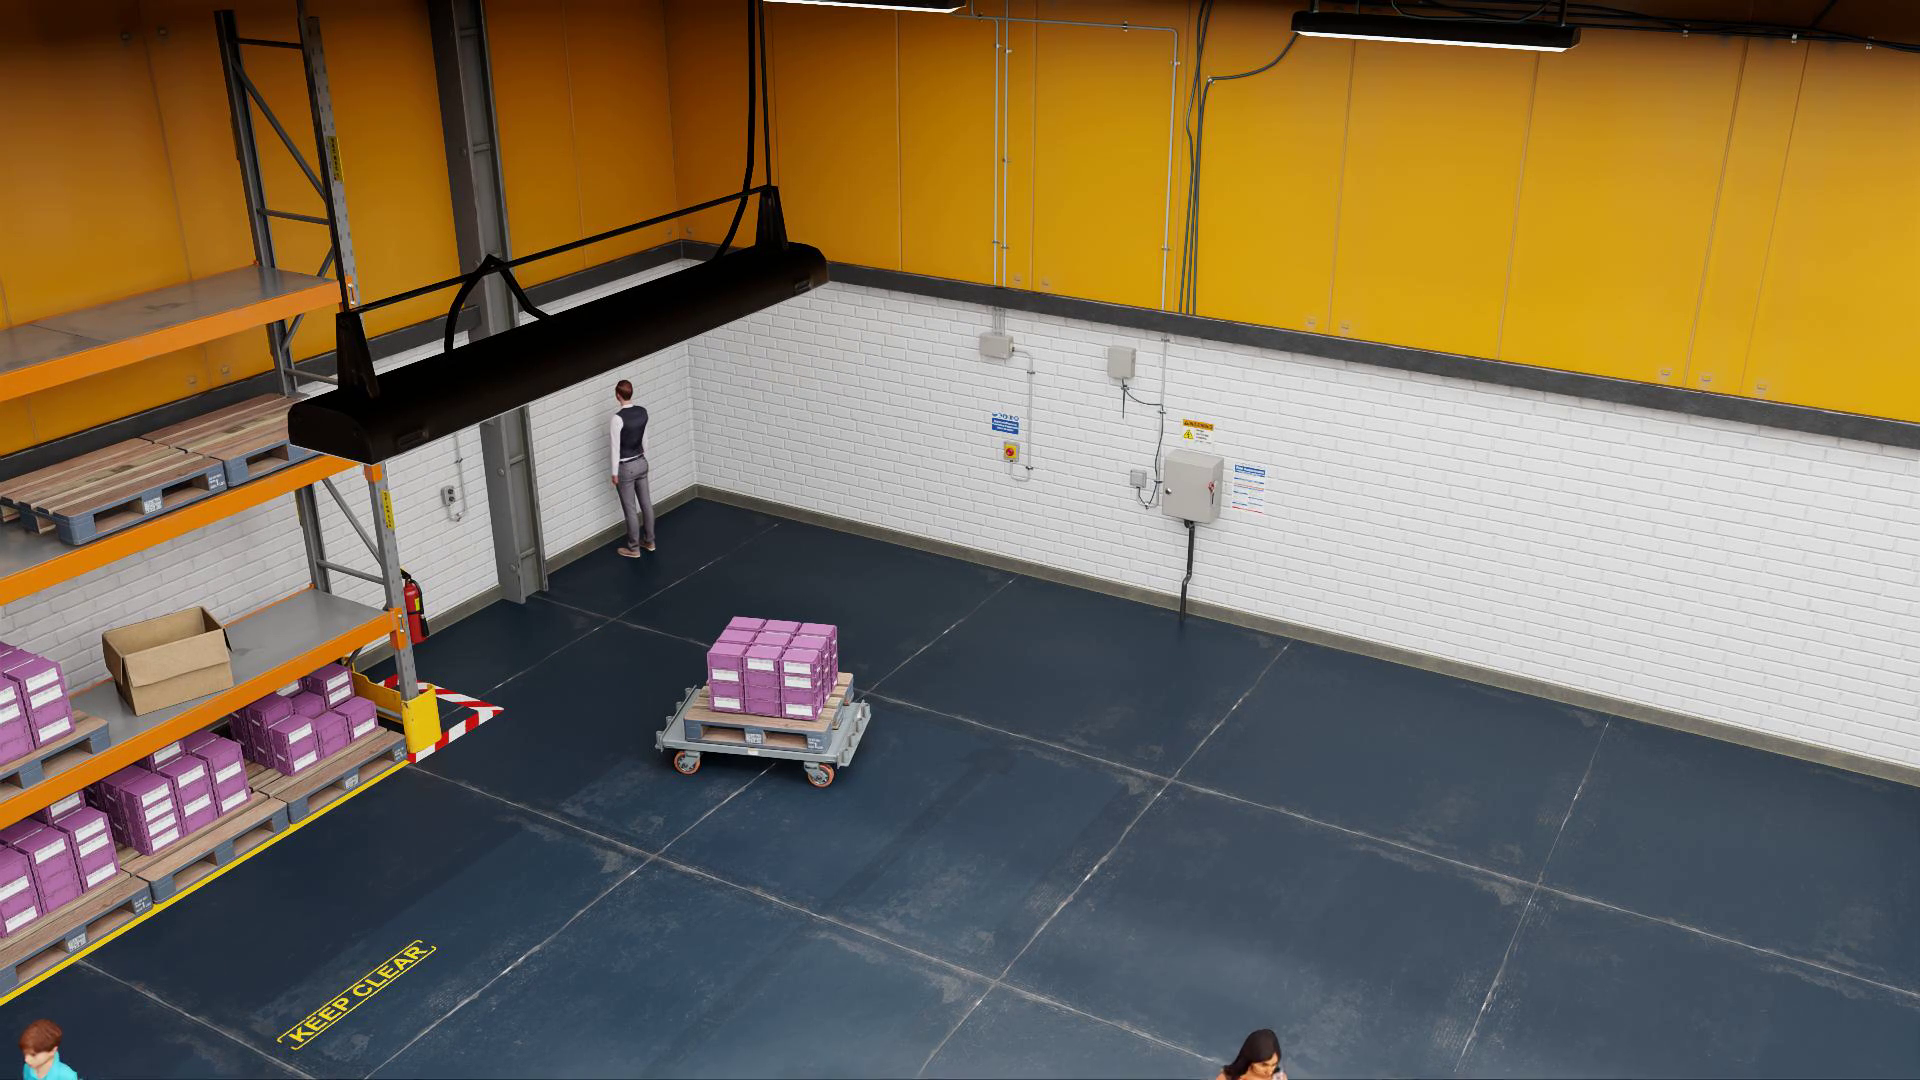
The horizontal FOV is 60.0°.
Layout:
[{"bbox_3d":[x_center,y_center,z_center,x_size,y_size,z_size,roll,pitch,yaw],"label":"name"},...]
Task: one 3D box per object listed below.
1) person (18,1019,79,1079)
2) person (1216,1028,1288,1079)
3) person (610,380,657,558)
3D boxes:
[{"bbox_3d":[-4.889,3.218,9.178,0.600,1.424,0.963,10,25,21],"label":"person"},{"bbox_3d":[1.491,3.221,8.921,0.806,1.624,0.859,-2,24,-5],"label":"person"},{"bbox_3d":[-3.486,-0.777,17.675,0.720,1.937,0.506,16,28,32],"label":"person"}]
